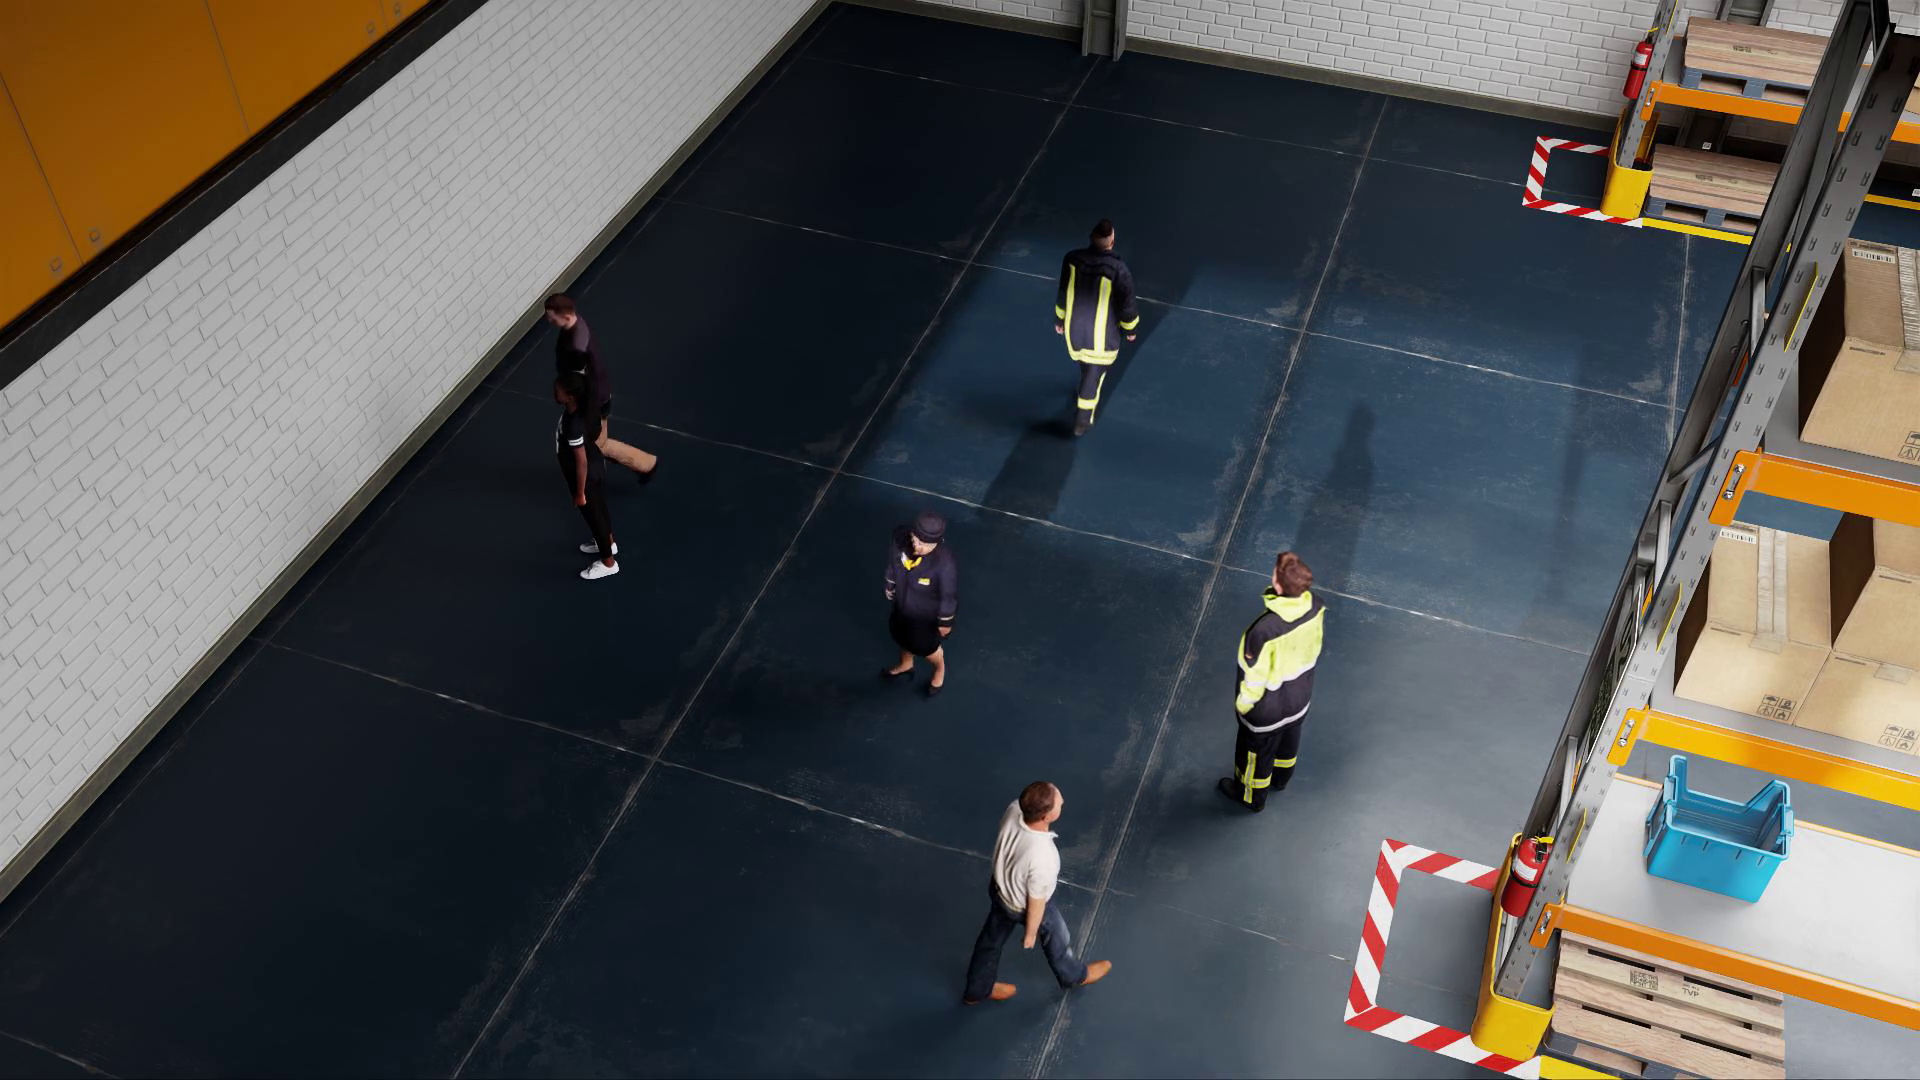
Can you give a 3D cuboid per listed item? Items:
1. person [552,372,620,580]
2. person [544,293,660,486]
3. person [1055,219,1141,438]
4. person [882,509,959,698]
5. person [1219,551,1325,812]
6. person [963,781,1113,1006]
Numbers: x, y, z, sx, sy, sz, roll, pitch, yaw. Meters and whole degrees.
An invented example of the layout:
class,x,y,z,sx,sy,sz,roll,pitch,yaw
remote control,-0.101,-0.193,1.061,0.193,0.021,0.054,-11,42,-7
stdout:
class,x,y,z,sx,sy,sz,roll,pitch,yaw
person,-2.581,-0.463,11.447,0.736,1.727,0.712,-5,44,-5
person,-2.597,-1.048,11.996,1.098,1.815,0.987,-4,44,-4
person,0.970,-1.584,12.543,1.084,1.837,0.988,23,48,22
person,-0.257,0.384,10.607,0.924,1.658,0.776,-22,48,-21
person,1.866,0.848,9.886,0.870,1.981,0.852,-31,52,-28
person,0.237,1.941,8.856,1.174,1.819,1.087,-16,46,-16
